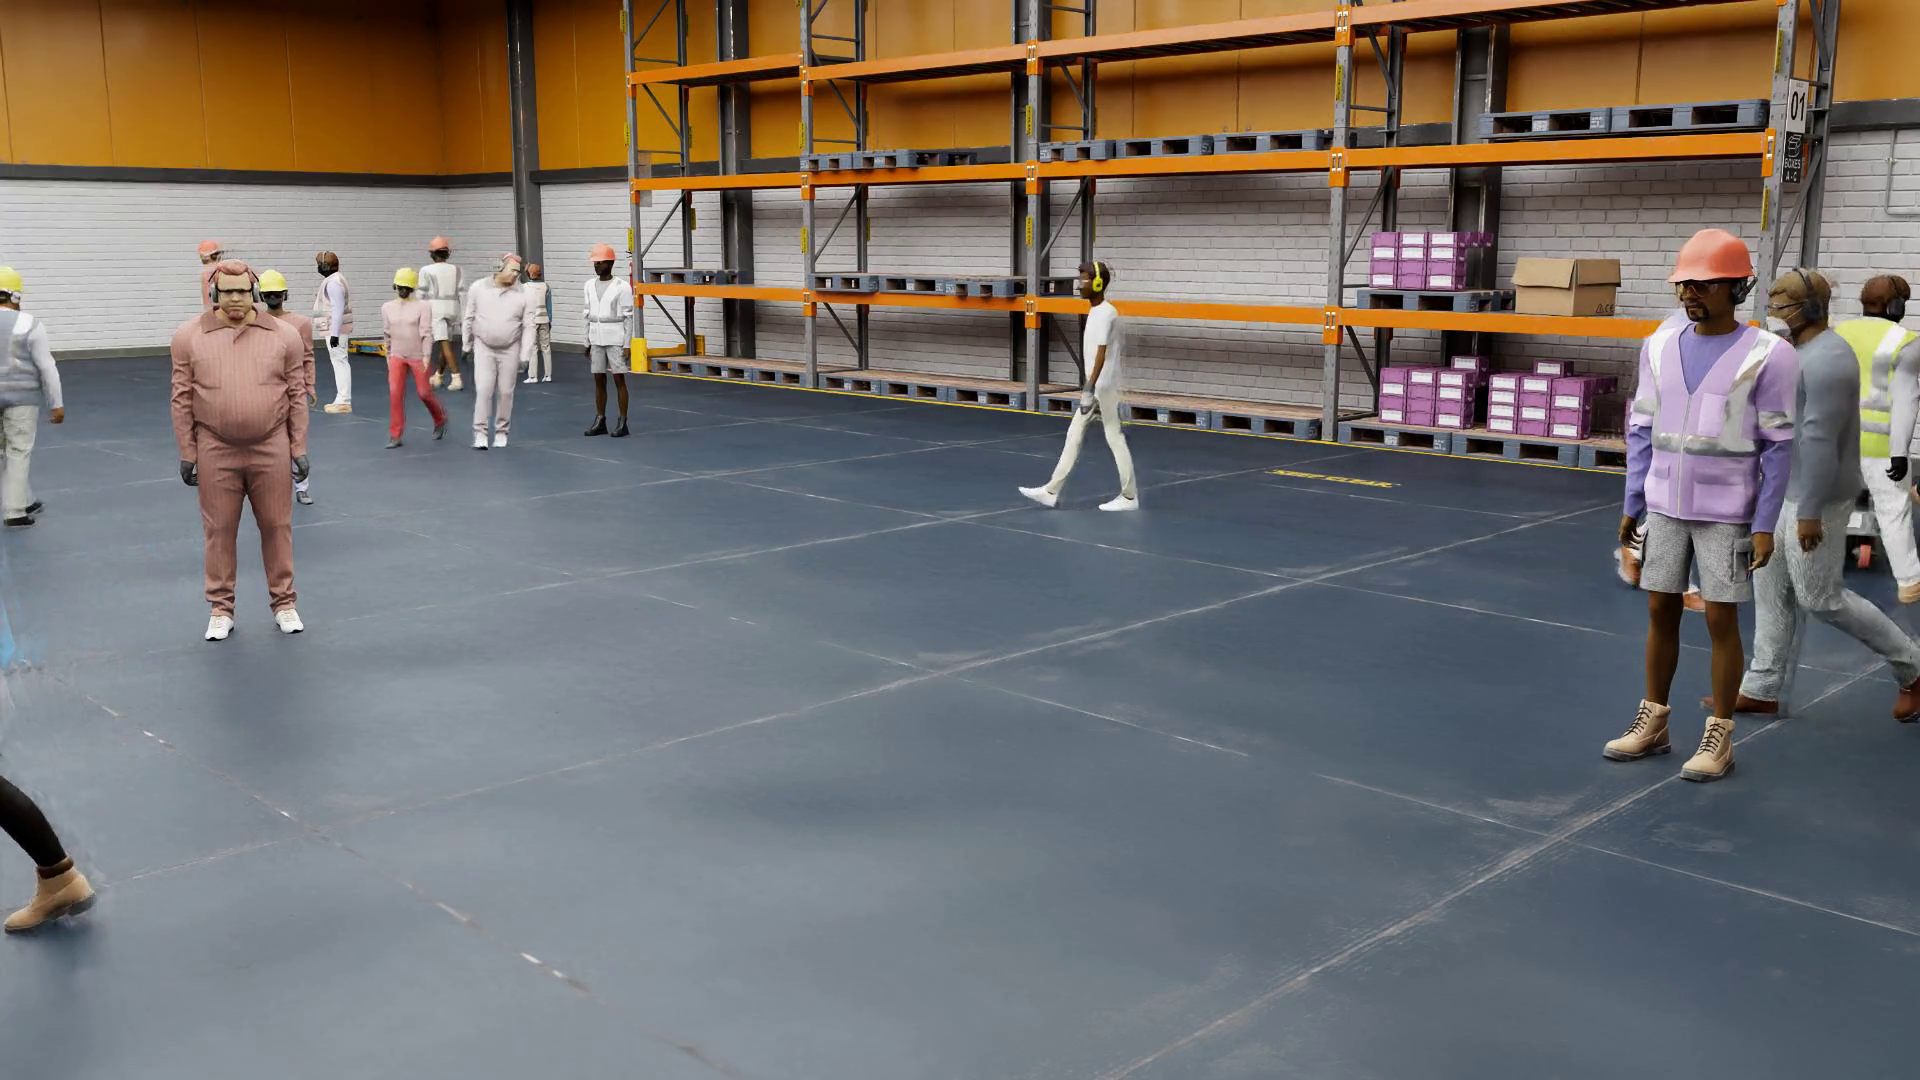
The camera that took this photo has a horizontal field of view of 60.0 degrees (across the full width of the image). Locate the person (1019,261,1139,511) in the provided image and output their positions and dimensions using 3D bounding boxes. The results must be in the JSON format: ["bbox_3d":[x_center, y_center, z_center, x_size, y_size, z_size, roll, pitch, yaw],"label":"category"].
[{"bbox_3d":[0.902,-1.103,12.135,0.933,1.825,0.558,-1,10,-7],"label":"person"}]

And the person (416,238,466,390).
[{"bbox_3d":[-6.819,-2.968,21.879,1.044,1.994,0.631,10,14,42],"label":"person"}]

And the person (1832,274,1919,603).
[{"bbox_3d":[5.029,-0.531,9.075,0.901,1.802,0.659,-4,11,-22],"label":"person"}]

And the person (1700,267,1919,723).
[{"bbox_3d":[3.596,-0.158,6.818,0.830,1.906,0.648,3,11,16],"label":"person"}]

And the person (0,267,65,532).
[{"bbox_3d":[-6.557,-0.992,11.608,0.631,1.797,0.826,0,10,-1],"label":"person"}]

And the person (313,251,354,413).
[{"bbox_3d":[-7.167,-2.373,19.040,0.430,1.840,0.622,-3,11,-18],"label":"person"}]

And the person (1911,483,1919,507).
[{"bbox_3d":[6.816,-0.999,10.991,0.711,2.000,0.794,-5,11,-24],"label":"person"}]

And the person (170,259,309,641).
[{"bbox_3d":[-3.609,-0.452,8.387,0.641,1.905,0.410,-5,11,-25],"label":"person"}]

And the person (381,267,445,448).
[{"bbox_3d":[-5.297,-1.777,16.089,0.522,1.726,0.769,1,10,5],"label":"person"}]

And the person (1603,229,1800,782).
[{"bbox_3d":[2.749,-0.124,6.211,0.373,2.042,0.614,-8,13,-36],"label":"person"}]

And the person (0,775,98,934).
[{"bbox_3d":[-2.925,0.371,4.590,0.905,1.649,0.544,-4,11,-21],"label":"person"}]

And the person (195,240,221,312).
[{"bbox_3d":[-9.947,-2.984,22.065,1.005,1.945,0.621,2,11,11],"label":"person"}]

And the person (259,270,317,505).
[{"bbox_3d":[-5.088,-1.127,12.438,0.523,1.769,0.324,-5,11,-24],"label":"person"}]

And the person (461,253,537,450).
[{"bbox_3d":[-4.360,-1.777,15.739,0.726,1.858,0.700,-3,11,-14],"label":"person"}]

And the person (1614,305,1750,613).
[{"bbox_3d":[3.965,-0.590,9.190,0.633,1.905,0.799,-5,12,-27],"label":"person"}]

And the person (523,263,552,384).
[{"bbox_3d":[-5.808,-2.961,22.784,0.306,1.640,0.522,9,14,40],"label":"person"}]

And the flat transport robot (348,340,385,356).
[{"bbox_3d":[-9.763,-3.271,28.210,1.431,0.197,0.652,10,14,43],"label":"flat transport robot"}]

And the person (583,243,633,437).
[{"bbox_3d":[-3.551,-1.999,16.724,0.542,1.939,0.368,4,11,20],"label":"person"}]
